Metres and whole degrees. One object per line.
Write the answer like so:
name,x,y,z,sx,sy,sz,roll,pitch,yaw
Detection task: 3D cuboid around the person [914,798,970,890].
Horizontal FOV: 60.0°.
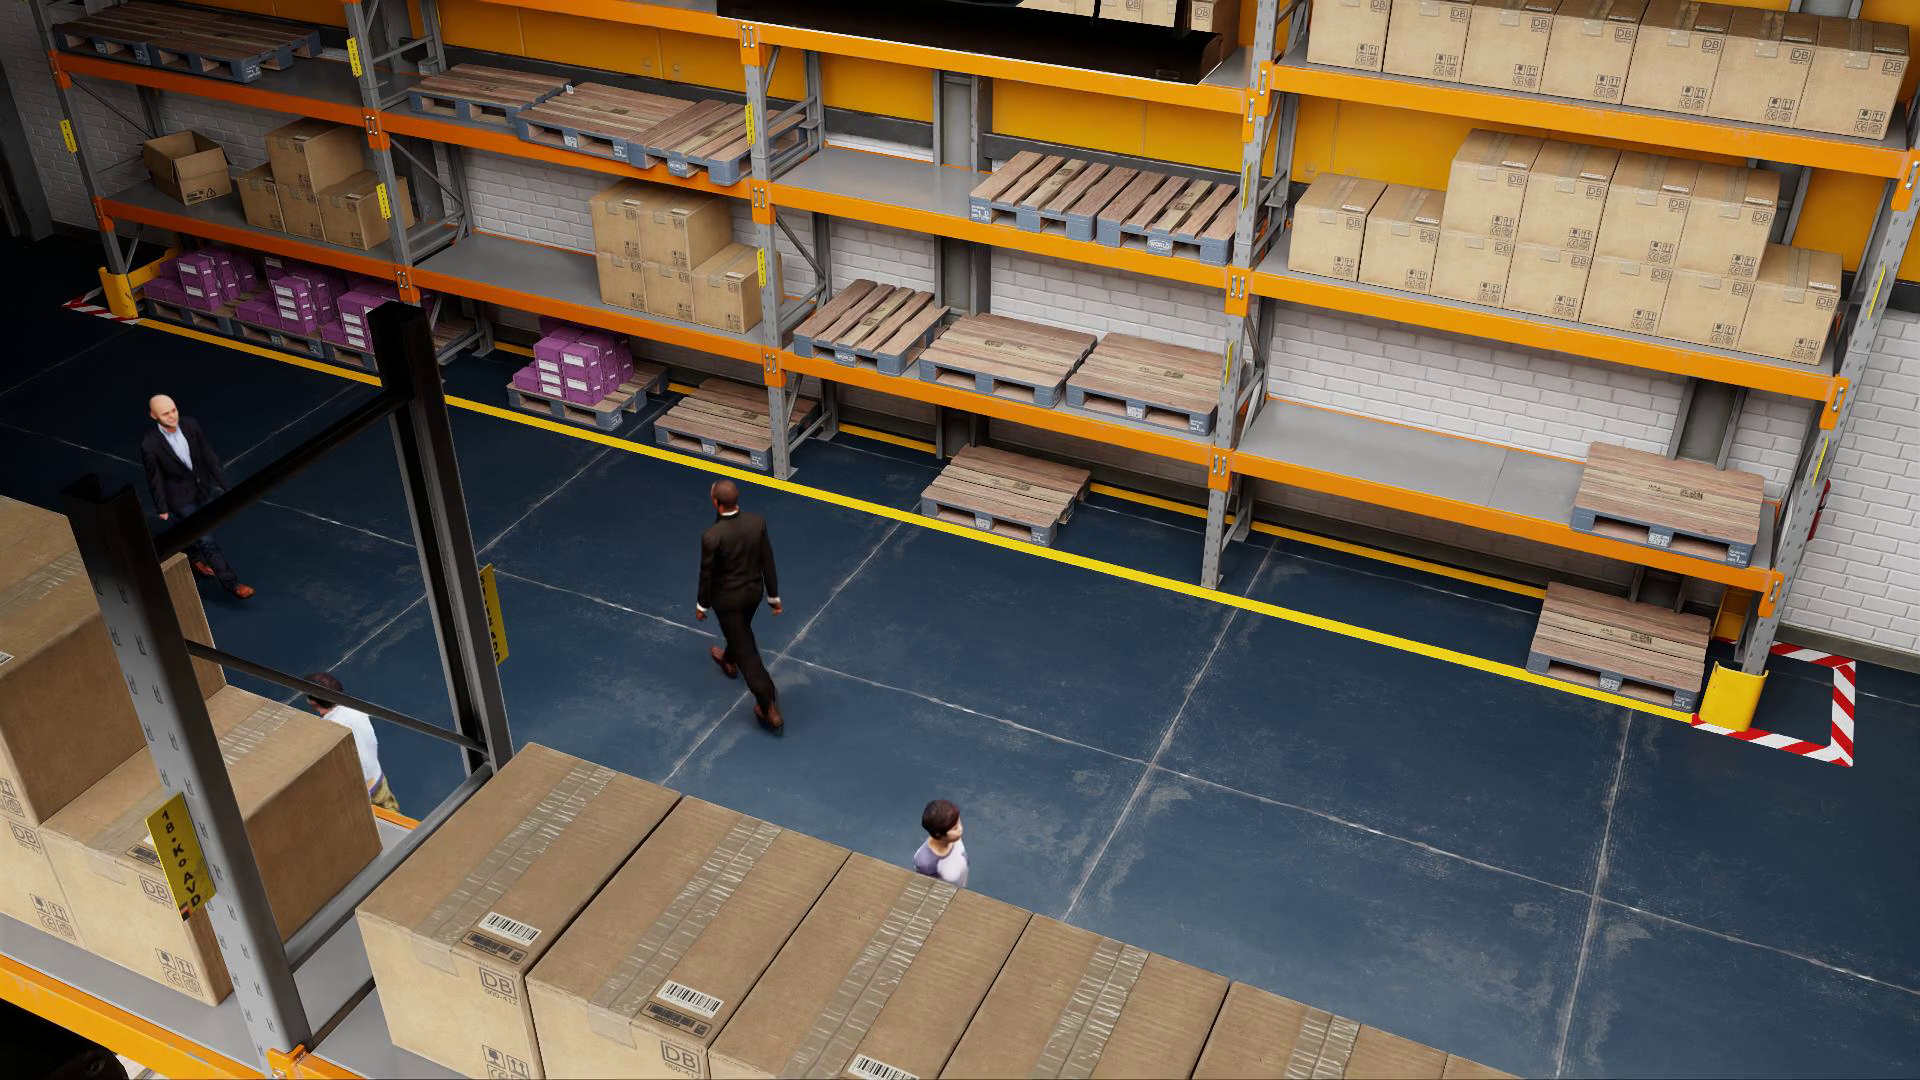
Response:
person,-0.183,2.075,9.559,0.583,1.553,0.572,16,37,22

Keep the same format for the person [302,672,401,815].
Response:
person,-3.598,1.556,10.142,1.198,1.772,0.740,12,35,17

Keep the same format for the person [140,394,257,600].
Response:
person,-6.108,-0.374,13.072,1.195,1.742,0.713,17,37,23

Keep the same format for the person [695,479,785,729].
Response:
person,-1.513,0.479,11.691,1.075,1.852,1.394,-25,41,-32
